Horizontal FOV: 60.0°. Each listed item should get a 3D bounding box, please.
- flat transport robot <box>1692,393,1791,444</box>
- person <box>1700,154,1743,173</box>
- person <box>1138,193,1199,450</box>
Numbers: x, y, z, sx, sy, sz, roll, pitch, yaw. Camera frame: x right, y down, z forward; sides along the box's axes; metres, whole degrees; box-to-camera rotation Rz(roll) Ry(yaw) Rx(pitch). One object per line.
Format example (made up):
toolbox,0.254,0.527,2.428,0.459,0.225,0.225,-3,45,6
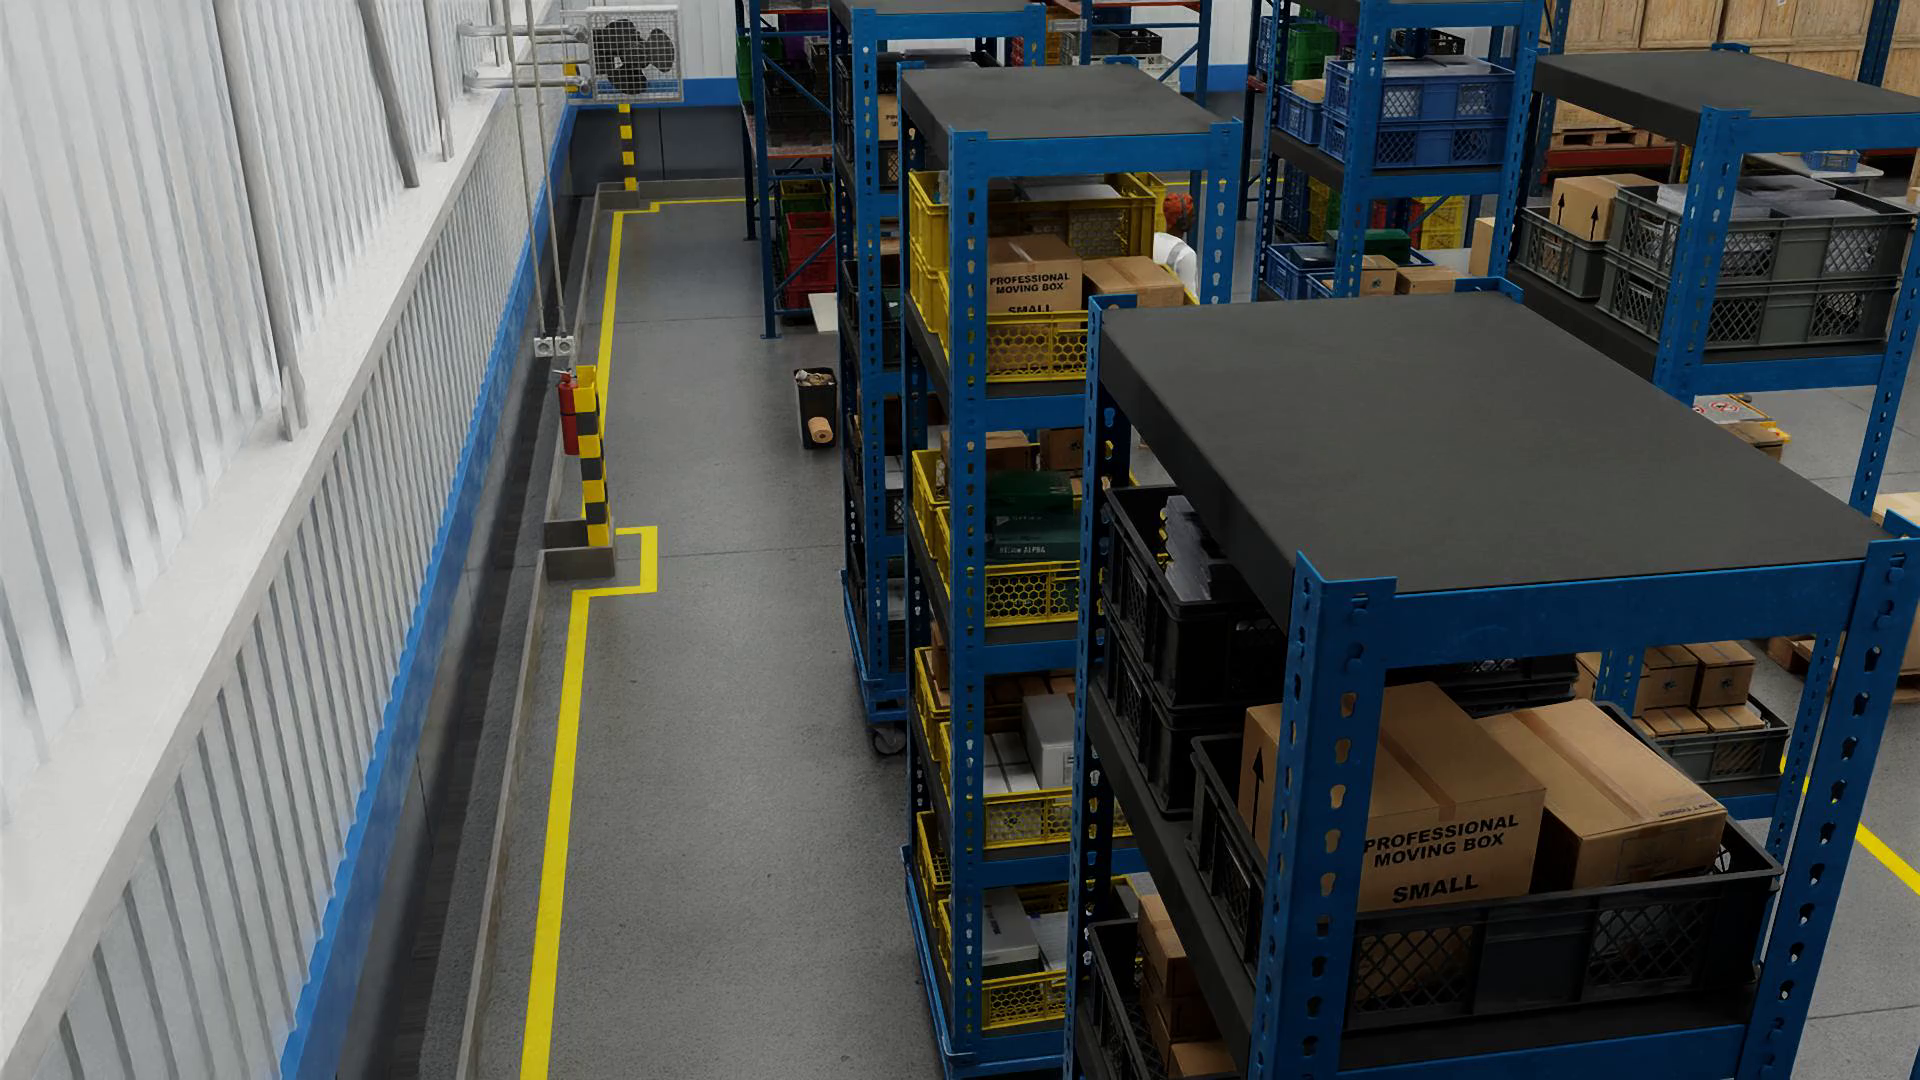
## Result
flat transport robot,5.224,-0.859,12.132,1.431,0.197,0.652,-4,25,-8
person,7.068,-3.399,15.627,0.388,1.991,0.610,-2,25,-5
person,1.471,-1.479,11.581,0.346,1.882,0.582,-12,27,-24
